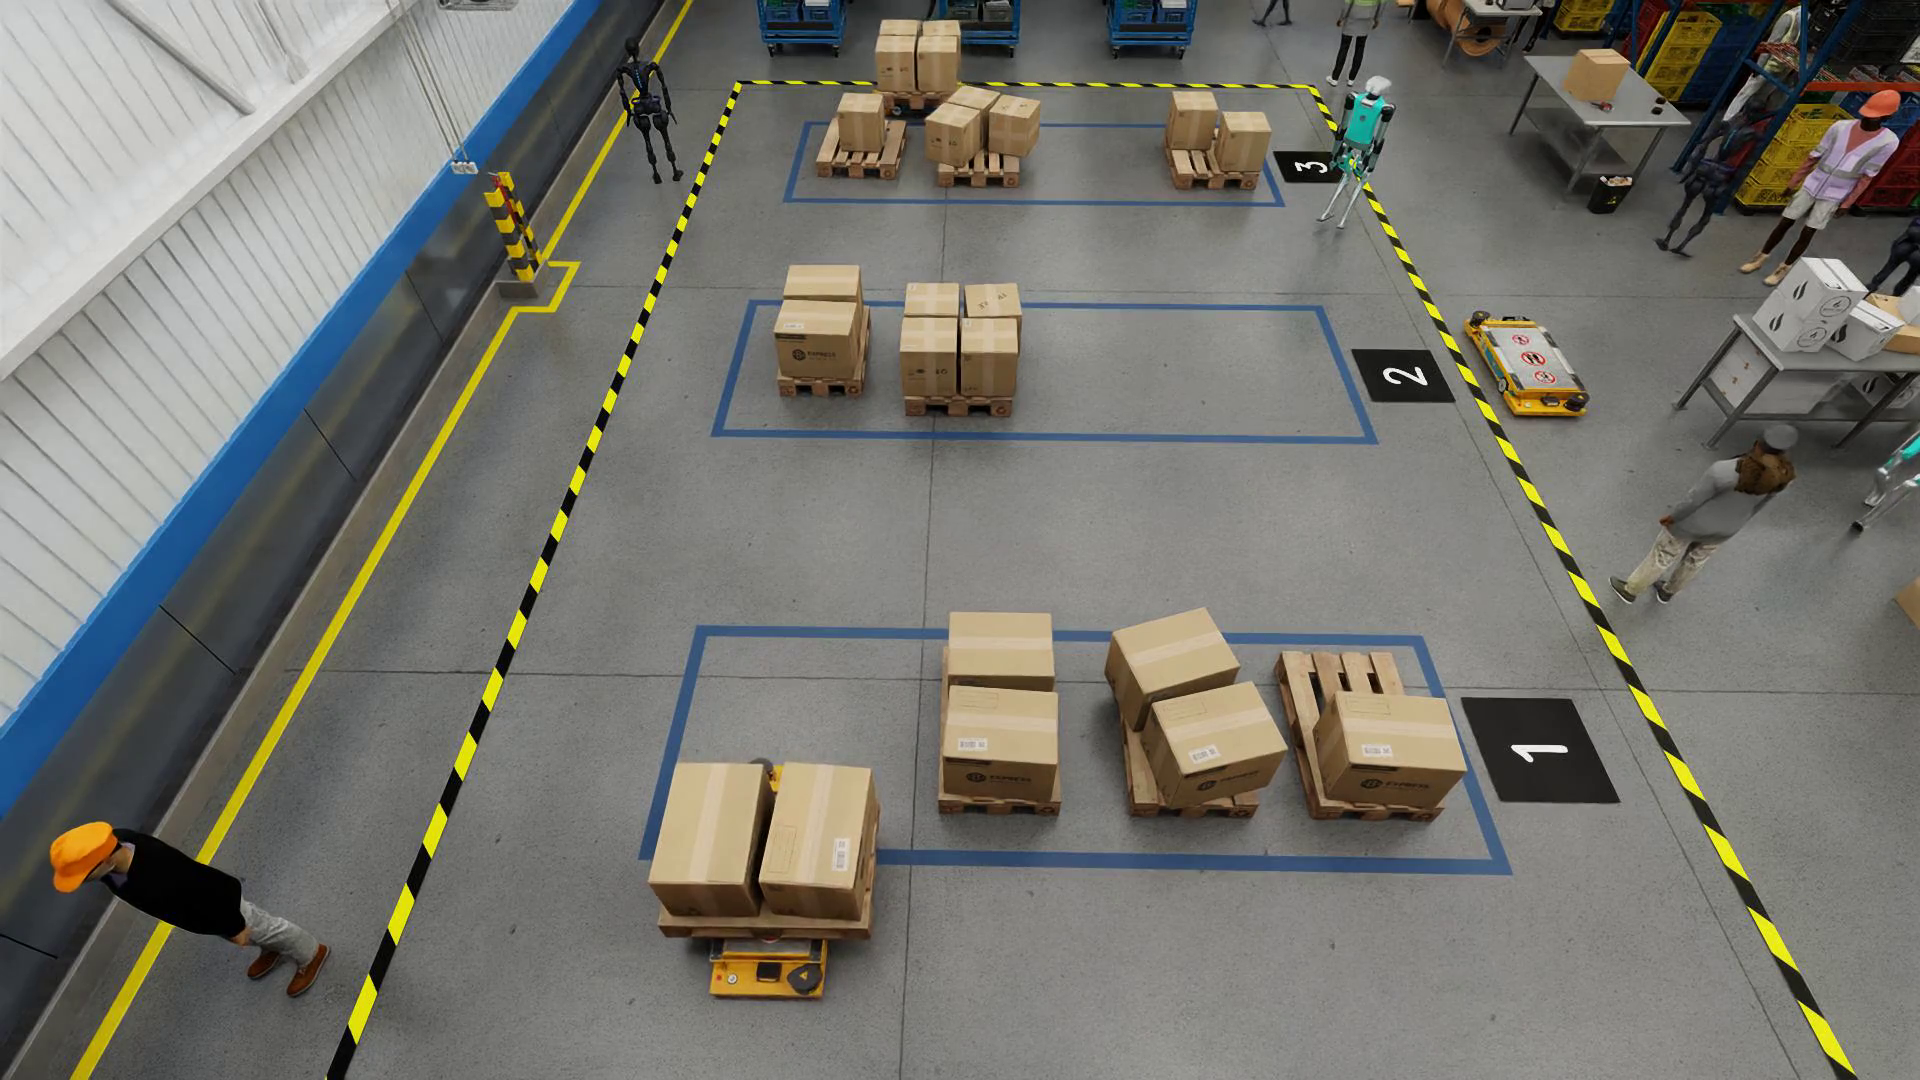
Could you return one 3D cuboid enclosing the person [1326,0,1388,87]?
[{"bbox_3d":[5.612,-7.367,12.863,0.597,1.850,0.396,2,49,2],"label":"person"}]

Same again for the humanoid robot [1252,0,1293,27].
[{"bbox_3d":[5.076,-8.948,14.363,0.722,1.624,0.612,1,49,1],"label":"humanoid robot"}]

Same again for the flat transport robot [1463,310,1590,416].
[{"bbox_3d":[5.573,-1.757,9.054,0.659,0.231,1.431,1,49,1],"label":"flat transport robot"}]

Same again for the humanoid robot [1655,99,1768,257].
[{"bbox_3d":[8.220,-3.936,10.014,0.361,1.643,0.601,-21,52,-17],"label":"humanoid robot"}]

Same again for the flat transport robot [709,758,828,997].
[{"bbox_3d":[-1.117,2.061,5.731,0.652,0.197,1.431,1,49,0],"label":"flat transport robot"}]

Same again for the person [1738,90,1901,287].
[{"bbox_3d":[8.936,-3.621,9.508,0.402,2.030,0.611,-25,53,-20],"label":"person"}]

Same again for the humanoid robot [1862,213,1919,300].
[{"bbox_3d":[9.702,-2.981,9.199,0.668,1.630,0.602,-2,49,-2],"label":"humanoid robot"}]

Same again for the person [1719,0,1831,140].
[{"bbox_3d":[10.506,-6.101,11.774,0.622,1.845,0.431,-7,49,-6],"label":"person"}]

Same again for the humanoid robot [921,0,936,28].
[{"bbox_3d":[-0.262,-8.878,14.313,0.752,1.628,0.597,-14,51,-12],"label":"humanoid robot"}]

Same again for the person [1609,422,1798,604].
[{"bbox_3d":[5.431,-0.142,6.663,0.574,1.767,0.394,2,49,1],"label":"person"}]

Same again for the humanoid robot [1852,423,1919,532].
[{"bbox_3d":[7.814,-0.746,7.268,0.799,1.883,0.549,-26,54,-21],"label":"humanoid robot"}]

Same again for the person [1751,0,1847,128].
[{"bbox_3d":[10.955,-6.284,11.944,0.587,1.823,0.403,-34,57,-26],"label":"person"}]

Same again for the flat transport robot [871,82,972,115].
[{"bbox_3d":[-0.555,-6.236,12.913,1.431,0.197,0.652,1,49,1],"label":"flat transport robot"}]

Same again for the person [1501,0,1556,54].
[{"bbox_3d":[8.762,-8.334,13.626,0.368,1.966,0.602,-32,56,-24],"label":"person"}]

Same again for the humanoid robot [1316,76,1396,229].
[{"bbox_3d":[4.487,-4.350,10.242,0.533,1.672,0.735,34,57,26],"label":"humanoid robot"}]

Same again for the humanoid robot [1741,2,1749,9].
[{"bbox_3d":[13.058,-9.597,14.930,0.448,1.640,0.608,13,50,11],"label":"humanoid robot"}]

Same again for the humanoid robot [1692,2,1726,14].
[{"bbox_3d":[10.919,-7.711,13.243,0.833,1.762,0.539,-3,49,-2],"label":"humanoid robot"}]

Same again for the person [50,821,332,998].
[{"bbox_3d":[-3.971,1.933,4.796,0.584,1.879,0.379,17,51,14],"label":"person"}]

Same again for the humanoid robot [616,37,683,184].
[{"bbox_3d":[-3.763,-5.169,11.064,0.599,1.659,0.315,-8,50,-7],"label":"humanoid robot"}]
